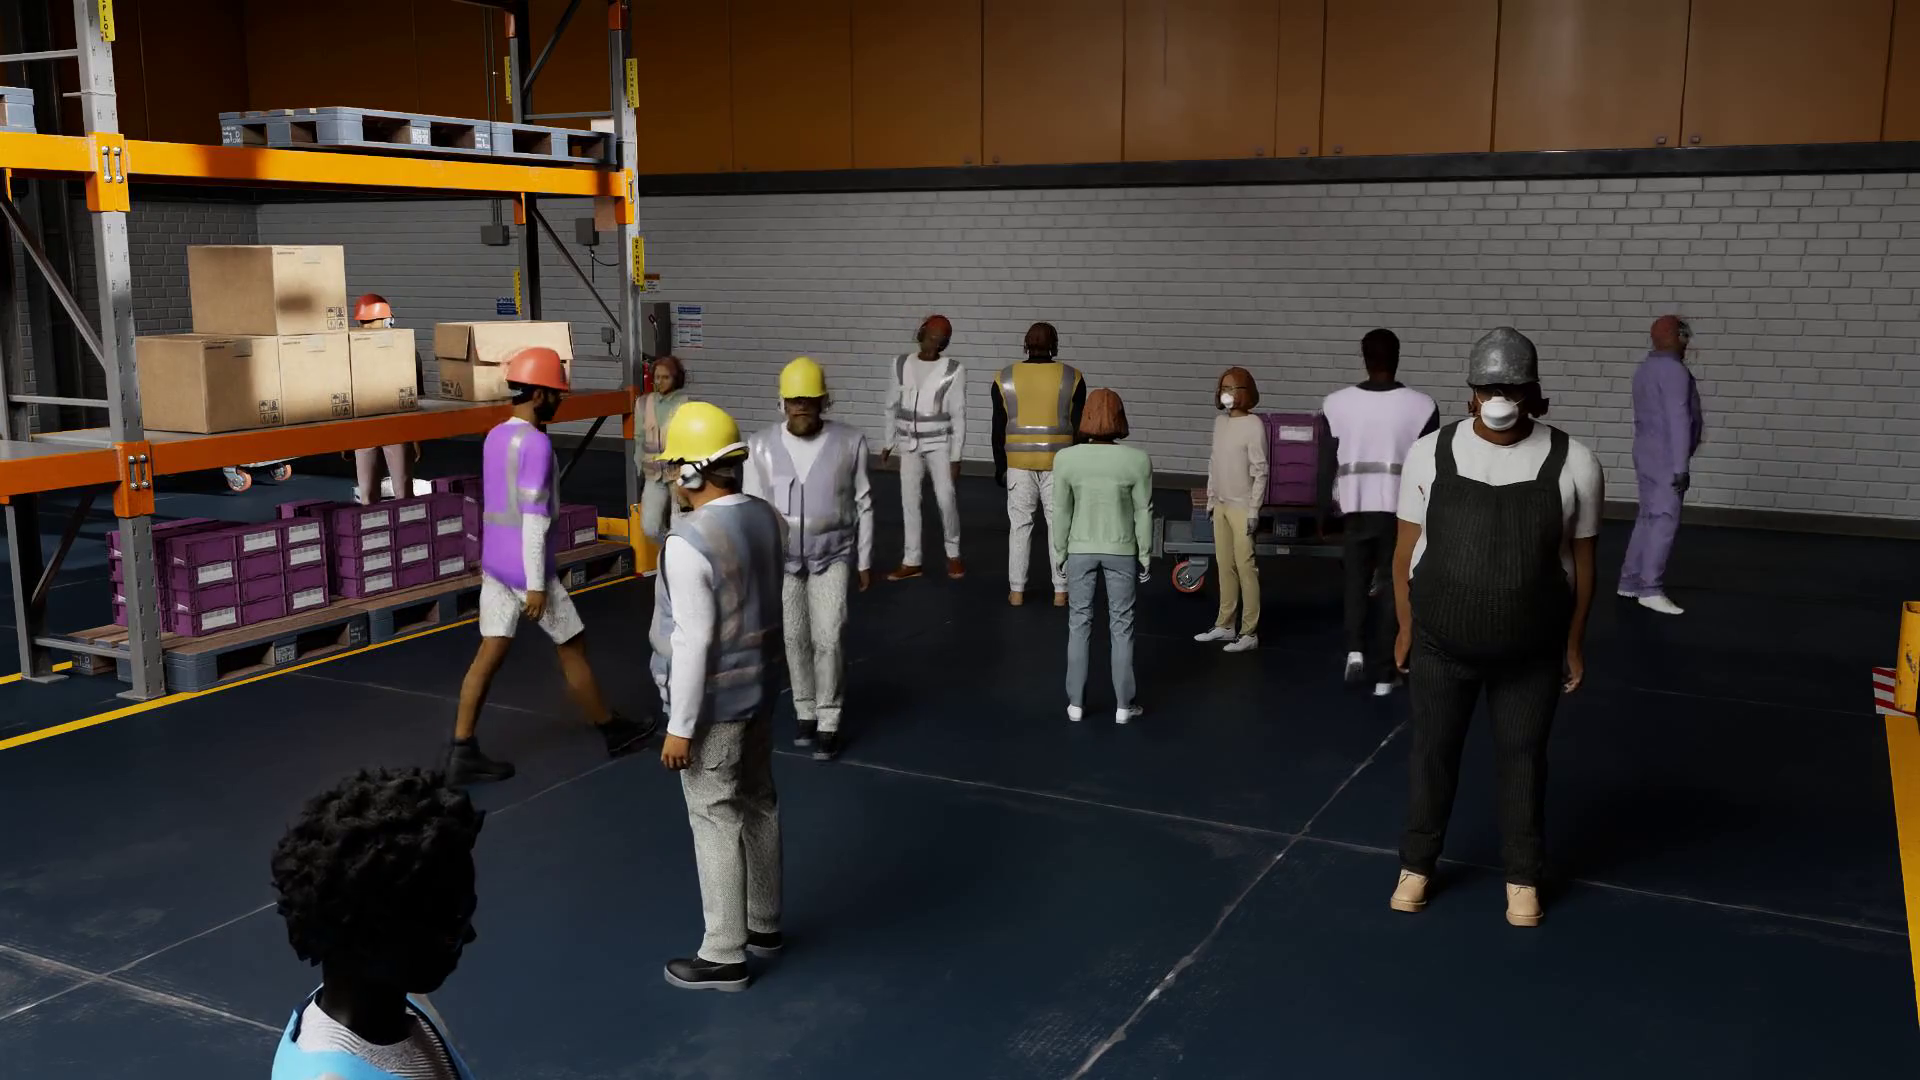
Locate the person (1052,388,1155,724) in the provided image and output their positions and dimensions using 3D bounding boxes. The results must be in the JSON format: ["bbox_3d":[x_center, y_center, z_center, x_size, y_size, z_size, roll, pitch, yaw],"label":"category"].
[{"bbox_3d":[0.693,0.081,8.078,0.500,1.636,0.280,2,10,13],"label":"person"}]

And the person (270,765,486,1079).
[{"bbox_3d":[-0.683,1.099,2.021,0.319,1.693,0.532,-3,10,-16],"label":"person"}]

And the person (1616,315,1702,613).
[{"bbox_3d":[4.494,-0.480,10.633,0.427,1.890,0.696,1,10,7],"label":"person"}]

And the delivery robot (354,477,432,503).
[{"bbox_3d":[-4.480,-0.341,13.373,0.707,0.478,0.477,-6,11,-30],"label":"delivery robot"}]

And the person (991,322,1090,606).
[{"bbox_3d":[0.522,-0.486,10.767,0.632,1.843,0.429,1,10,7],"label":"person"}]

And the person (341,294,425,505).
[{"bbox_3d":[-4.109,-0.744,11.812,0.622,1.992,0.395,0,10,2],"label":"person"}]

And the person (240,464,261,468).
[{"bbox_3d":[-7.540,-1.734,17.749,0.381,1.923,0.591,8,13,40],"label":"person"}]

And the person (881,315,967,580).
[{"bbox_3d":[-0.223,-0.636,11.617,0.634,1.860,0.461,5,11,25],"label":"person"}]

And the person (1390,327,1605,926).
[{"bbox_3d":[1.800,0.299,5.647,0.678,2.000,0.537,3,10,19],"label":"person"}]

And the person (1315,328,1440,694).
[{"bbox_3d":[2.171,-0.139,8.610,0.660,1.895,0.444,4,11,23],"label":"person"}]

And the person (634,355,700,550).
[{"bbox_3d":[-1.867,-0.403,10.880,0.525,1.620,0.442,4,10,20],"label":"person"}]

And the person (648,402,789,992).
[{"bbox_3d":[-0.756,0.484,5.184,0.403,1.827,0.601,4,11,21],"label":"person"}]

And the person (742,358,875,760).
[{"bbox_3d":[-0.706,0.091,7.500,0.608,1.806,0.692,1,10,4],"label":"person"}]

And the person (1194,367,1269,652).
[{"bbox_3d":[1.578,-0.179,9.582,0.274,1.633,0.507,-4,11,-23],"label":"person"}]

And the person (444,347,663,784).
[{"bbox_3d":[-1.842,0.101,7.272,1.034,1.866,0.560,-8,13,-39],"label":"person"}]
